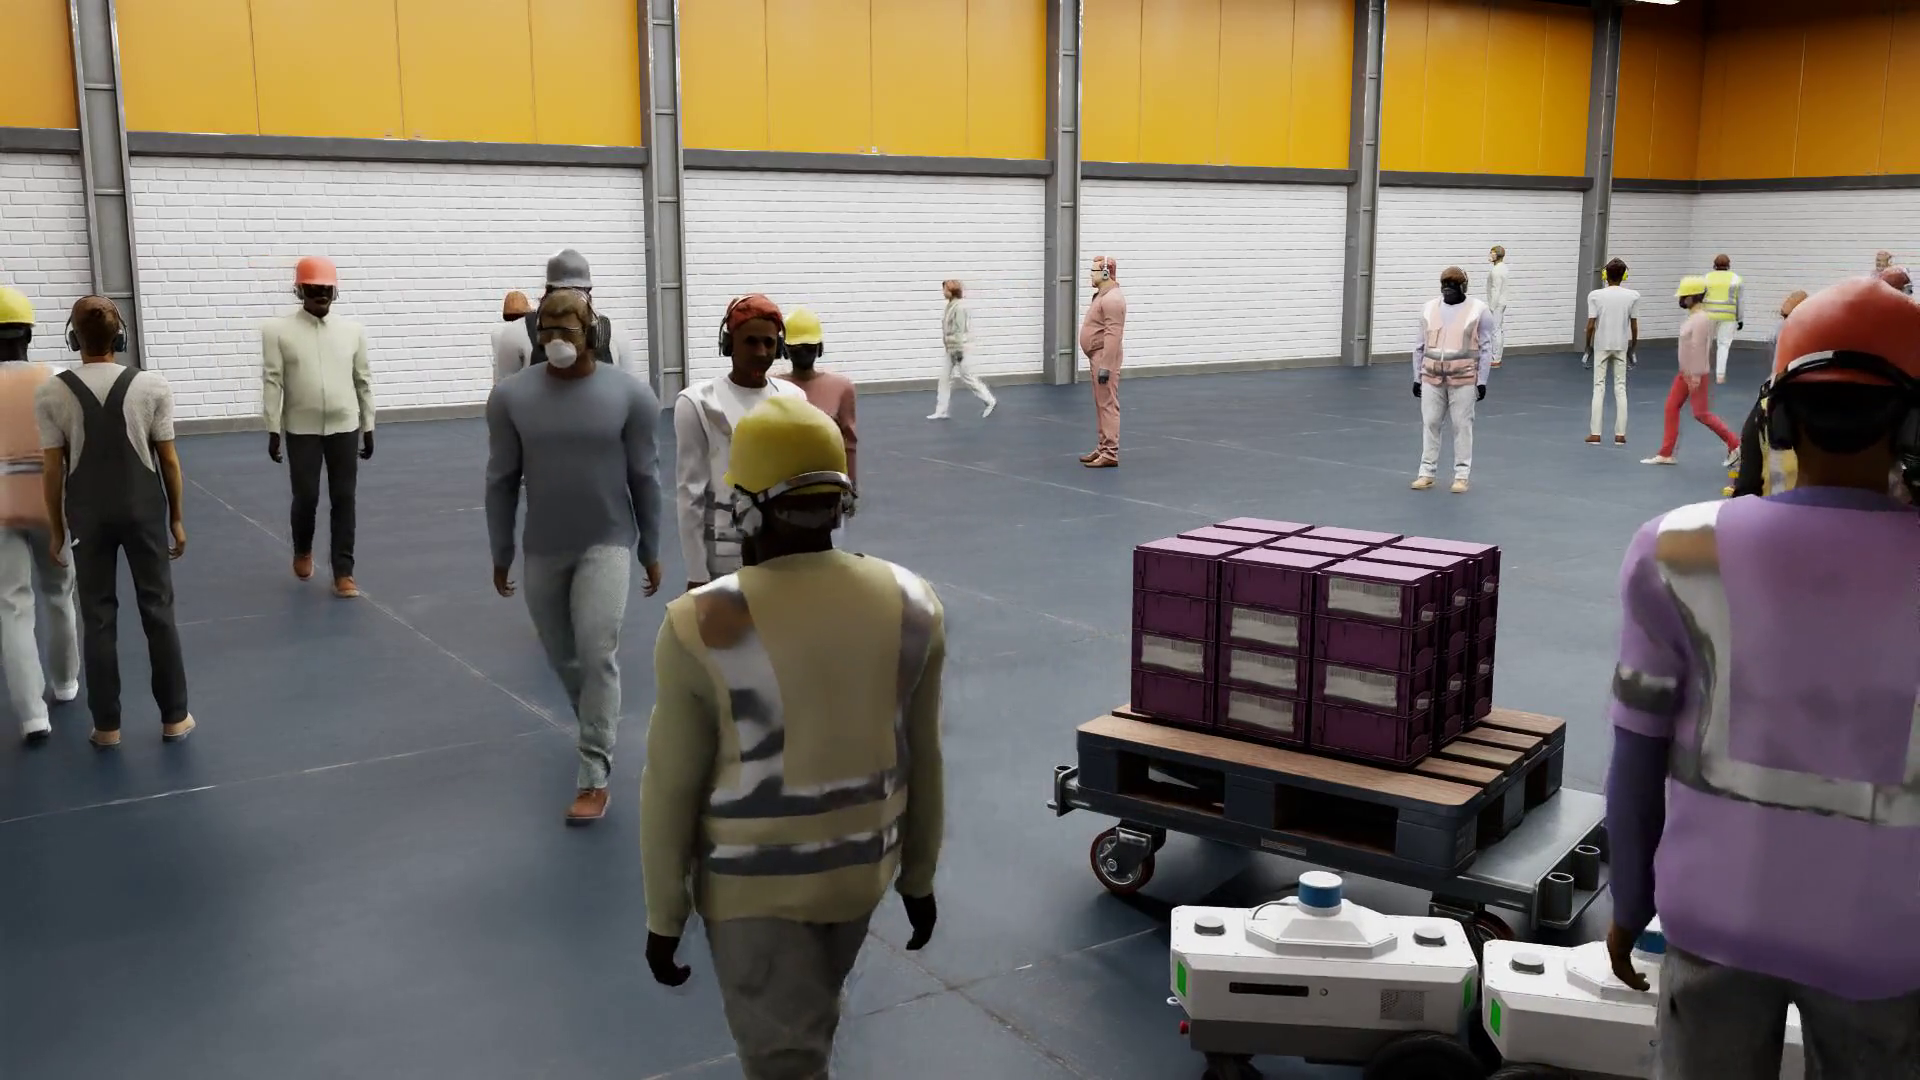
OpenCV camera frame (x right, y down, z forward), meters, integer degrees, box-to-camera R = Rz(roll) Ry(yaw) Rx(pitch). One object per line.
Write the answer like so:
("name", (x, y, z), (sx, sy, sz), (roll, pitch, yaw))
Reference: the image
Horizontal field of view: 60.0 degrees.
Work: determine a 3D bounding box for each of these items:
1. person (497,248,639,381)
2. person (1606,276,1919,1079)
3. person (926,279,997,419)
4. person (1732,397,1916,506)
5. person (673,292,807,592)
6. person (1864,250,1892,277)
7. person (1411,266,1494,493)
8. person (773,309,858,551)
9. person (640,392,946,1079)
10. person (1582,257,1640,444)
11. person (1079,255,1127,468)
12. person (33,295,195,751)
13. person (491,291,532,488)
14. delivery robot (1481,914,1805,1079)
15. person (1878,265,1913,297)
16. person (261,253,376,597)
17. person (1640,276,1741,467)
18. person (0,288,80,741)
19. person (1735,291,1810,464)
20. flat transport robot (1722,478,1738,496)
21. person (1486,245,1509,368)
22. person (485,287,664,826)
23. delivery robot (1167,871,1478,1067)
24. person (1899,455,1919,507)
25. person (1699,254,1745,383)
("person", (-1.949, -0.475, 8.479), (0.712, 2.000, 0.768), (-4, 11, -23))
("person", (1.342, 0.600, 2.658), (0.617, 2.018, 0.536), (5, 12, 27))
("person", (0.032, -2.173, 18.985), (0.770, 1.613, 0.525), (-4, 11, -19))
("person", (2.891, 0.163, 5.550), (0.637, 1.835, 0.428), (6, 12, 30))
("person", (-0.741, 0.078, 5.874), (0.355, 1.886, 0.572), (10, 14, 43))
("person", (13.224, -3.213, 23.912), (0.470, 1.892, 0.644), (-7, 13, -35))
("person", (3.994, -1.304, 13.576), (0.634, 1.839, 0.429), (7, 12, 34))
("person", (-0.734, -0.216, 7.895), (0.542, 1.722, 0.862), (-2, 10, -9))
("person", (-0.286, 0.627, 3.123), (0.598, 1.804, 0.897), (-8, 13, -36))
("person", (6.521, -1.889, 16.698), (0.513, 1.871, 0.329), (2, 11, 12))
("person", (1.288, -1.613, 15.084), (0.409, 1.909, 0.643), (0, 10, -2))
("person", (-3.424, -0.063, 6.751), (0.505, 1.847, 0.347), (-5, 11, -25))
("person", (-3.651, -1.250, 13.846), (0.501, 1.631, 0.287), (-8, 13, -37))
("delivery robot", (1.545, 1.085, 3.742), (0.707, 0.478, 0.477), (3, 11, 16))
("person", (6.135, -0.873, 11.065), (0.650, 1.886, 0.662), (-6, 12, -30))
("person", (-3.708, -0.662, 9.653), (0.634, 1.983, 0.540), (-7, 13, -34))
("person", (6.694, -1.511, 15.024), (0.816, 1.731, 0.524), (2, 11, 11))
("person", (-3.958, -0.121, 7.038), (0.587, 1.869, 1.007), (-6, 12, -29))
("person", (7.001, -1.310, 14.198), (0.490, 1.625, 0.498), (1, 10, 4))
("flat transport robot", (6.718, -0.496, 13.444), (0.652, 0.197, 1.431), (9, 13, 39))
("person", (8.507, -3.700, 26.435), (0.372, 1.940, 0.629), (5, 12, 27))
("person", (-1.412, 0.013, 6.191), (0.638, 1.911, 0.921), (0, 10, -1))
("delivery robot", (0.854, 1.040, 3.991), (0.707, 0.478, 0.477), (1, 10, 7))
("person", (2.372, 0.497, 4.112), (0.551, 1.685, 0.386), (6, 12, 31))
("person", (10.778, -3.138, 23.632), (0.645, 1.841, 0.436), (6, 12, 31))
